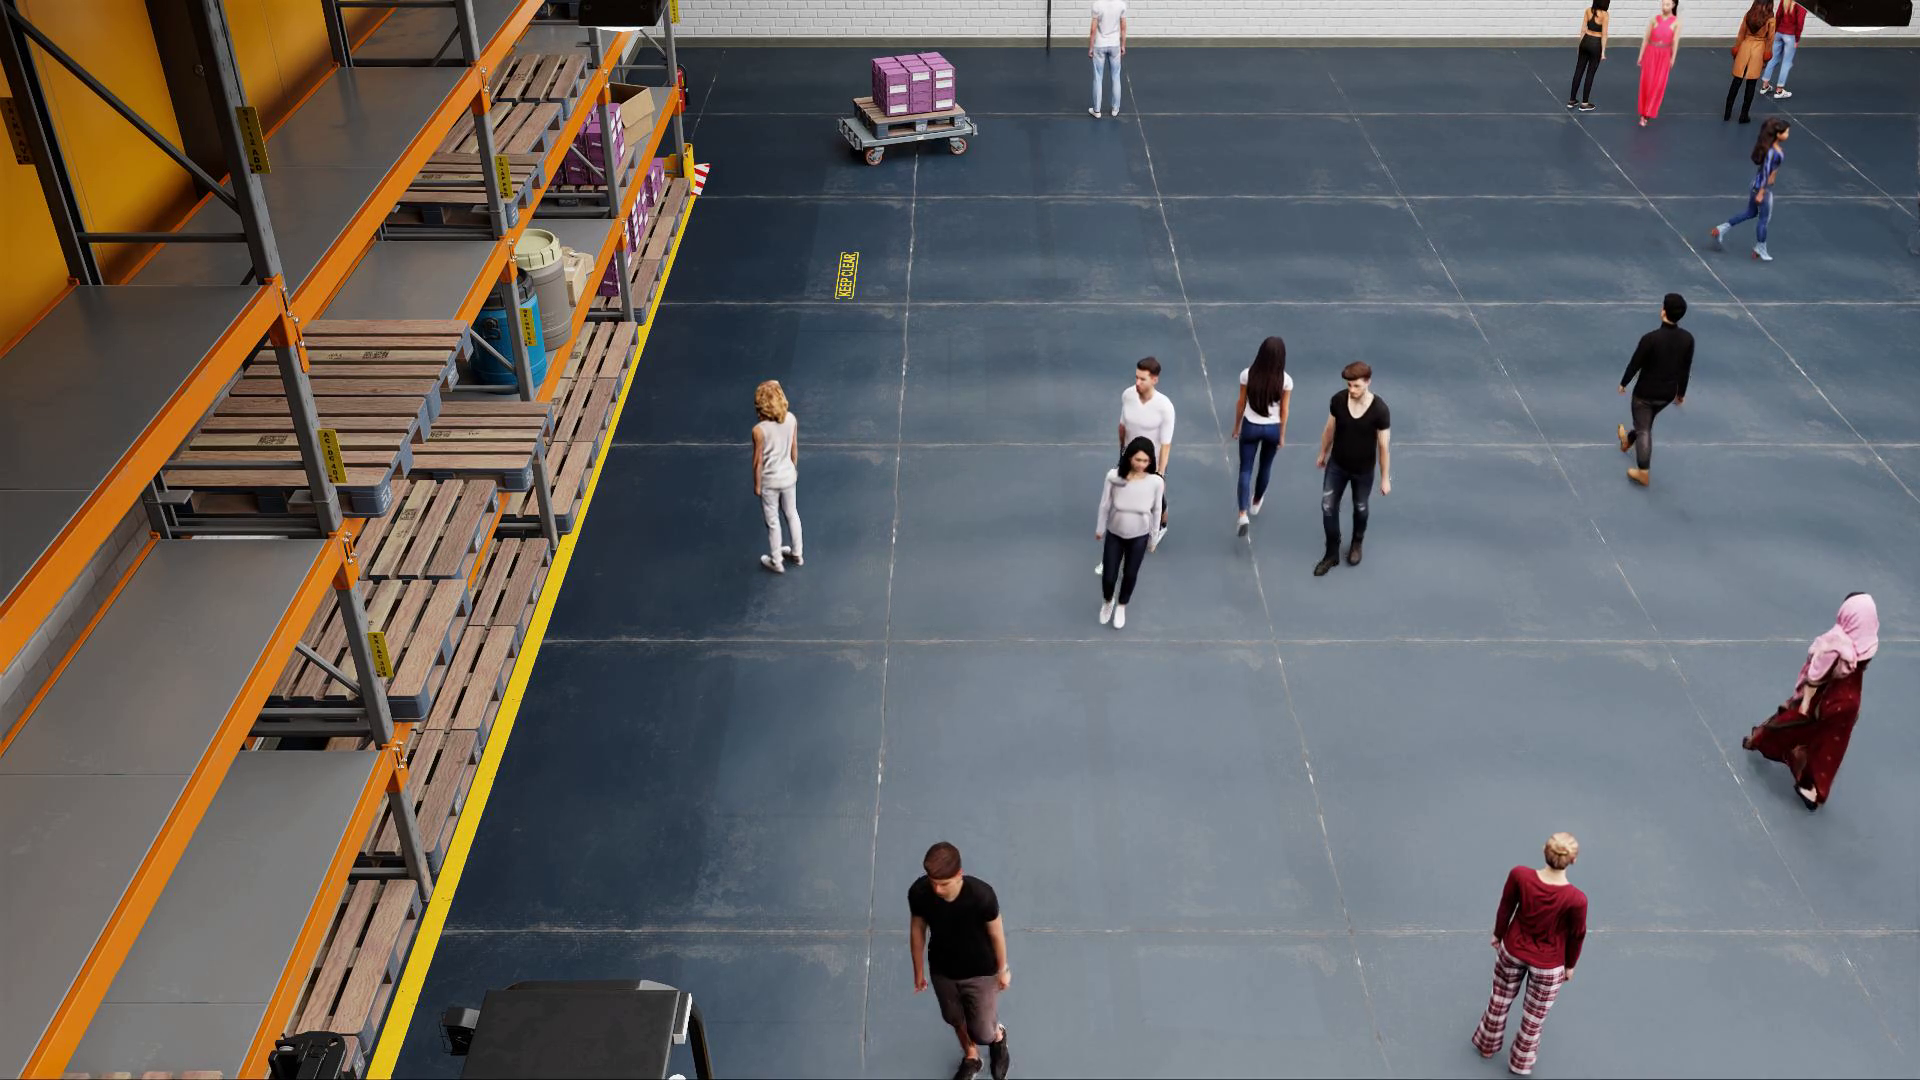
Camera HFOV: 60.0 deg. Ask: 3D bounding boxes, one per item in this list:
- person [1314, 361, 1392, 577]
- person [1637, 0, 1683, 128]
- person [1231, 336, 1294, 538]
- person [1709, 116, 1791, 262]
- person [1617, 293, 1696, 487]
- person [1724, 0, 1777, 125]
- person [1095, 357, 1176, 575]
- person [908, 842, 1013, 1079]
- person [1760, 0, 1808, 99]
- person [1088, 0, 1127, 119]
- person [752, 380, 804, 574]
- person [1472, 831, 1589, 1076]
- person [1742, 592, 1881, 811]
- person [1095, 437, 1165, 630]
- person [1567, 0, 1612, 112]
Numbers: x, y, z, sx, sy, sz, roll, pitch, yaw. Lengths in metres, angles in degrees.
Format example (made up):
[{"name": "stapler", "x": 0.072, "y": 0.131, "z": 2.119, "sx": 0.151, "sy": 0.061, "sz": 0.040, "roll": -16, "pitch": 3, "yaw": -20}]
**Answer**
[{"name": "person", "x": 3.167, "y": -0.634, "z": 13.315, "sx": 1.055, "sy": 1.861, "sz": 1.111, "roll": 16, "pitch": 37, "yaw": 22}, {"name": "person", "x": 9.301, "y": -6.407, "z": 22.152, "sx": 0.914, "sy": 1.694, "sz": 1.045, "roll": 20, "pitch": 38, "yaw": 27}, {"name": "person", "x": 2.462, "y": -0.836, "z": 13.718, "sx": 0.784, "sy": 1.753, "sz": 1.115, "roll": 9, "pitch": 35, "yaw": 13}, {"name": "person", "x": 8.842, "y": -3.908, "z": 18.478, "sx": 0.924, "sy": 1.600, "sz": 0.984, "roll": 14, "pitch": 36, "yaw": 20}, {"name": "person", "x": 6.059, "y": -1.269, "z": 14.430, "sx": 0.760, "sy": 1.684, "sz": 1.104, "roll": -4, "pitch": 34, "yaw": -6}, {"name": "person", "x": 10.542, "y": -6.434, "z": 22.170, "sx": 0.771, "sy": 1.720, "sz": 0.813, "roll": 25, "pitch": 41, "yaw": 33}, {"name": "person", "x": 1.527, "y": -0.648, "z": 13.388, "sx": 1.148, "sy": 1.804, "sz": 1.279, "roll": 24, "pitch": 41, "yaw": 32}, {"name": "person", "x": 0.048, "y": 2.240, "z": 9.014, "sx": 0.814, "sy": 1.836, "sz": 0.834, "roll": 5, "pitch": 34, "yaw": 8}, {"name": "person", "x": 11.479, "y": -6.990, "z": 23.082, "sx": 0.742, "sy": 1.636, "sz": 0.615, "roll": -15, "pitch": 36, "yaw": -21}, {"name": "person", "x": 1.971, "y": -6.624, "z": 22.337, "sx": 0.698, "sy": 1.852, "sz": 0.601, "roll": -6, "pitch": 34, "yaw": -9}, {"name": "person", "x": -1.461, "y": -0.507, "z": 13.297, "sx": 0.672, "sy": 1.671, "sz": 0.732, "roll": -29, "pitch": 43, "yaw": -36}, {"name": "person", "x": 3.144, "y": 2.252, "z": 9.120, "sx": 0.693, "sy": 1.700, "sz": 0.714, "roll": 22, "pitch": 39, "yaw": 29}, {"name": "person", "x": 5.763, "y": 1.094, "z": 10.952, "sx": 0.728, "sy": 1.600, "sz": 1.043, "roll": -5, "pitch": 34, "yaw": -8}, {"name": "person", "x": 1.292, "y": -0.096, "z": 12.665, "sx": 0.658, "sy": 1.685, "sz": 0.588, "roll": 4, "pitch": 34, "yaw": 6}, {"name": "person", "x": 8.581, "y": -6.692, "z": 22.626, "sx": 0.680, "sy": 1.644, "sz": 0.603, "roll": -25, "pitch": 41, "yaw": -32}]
